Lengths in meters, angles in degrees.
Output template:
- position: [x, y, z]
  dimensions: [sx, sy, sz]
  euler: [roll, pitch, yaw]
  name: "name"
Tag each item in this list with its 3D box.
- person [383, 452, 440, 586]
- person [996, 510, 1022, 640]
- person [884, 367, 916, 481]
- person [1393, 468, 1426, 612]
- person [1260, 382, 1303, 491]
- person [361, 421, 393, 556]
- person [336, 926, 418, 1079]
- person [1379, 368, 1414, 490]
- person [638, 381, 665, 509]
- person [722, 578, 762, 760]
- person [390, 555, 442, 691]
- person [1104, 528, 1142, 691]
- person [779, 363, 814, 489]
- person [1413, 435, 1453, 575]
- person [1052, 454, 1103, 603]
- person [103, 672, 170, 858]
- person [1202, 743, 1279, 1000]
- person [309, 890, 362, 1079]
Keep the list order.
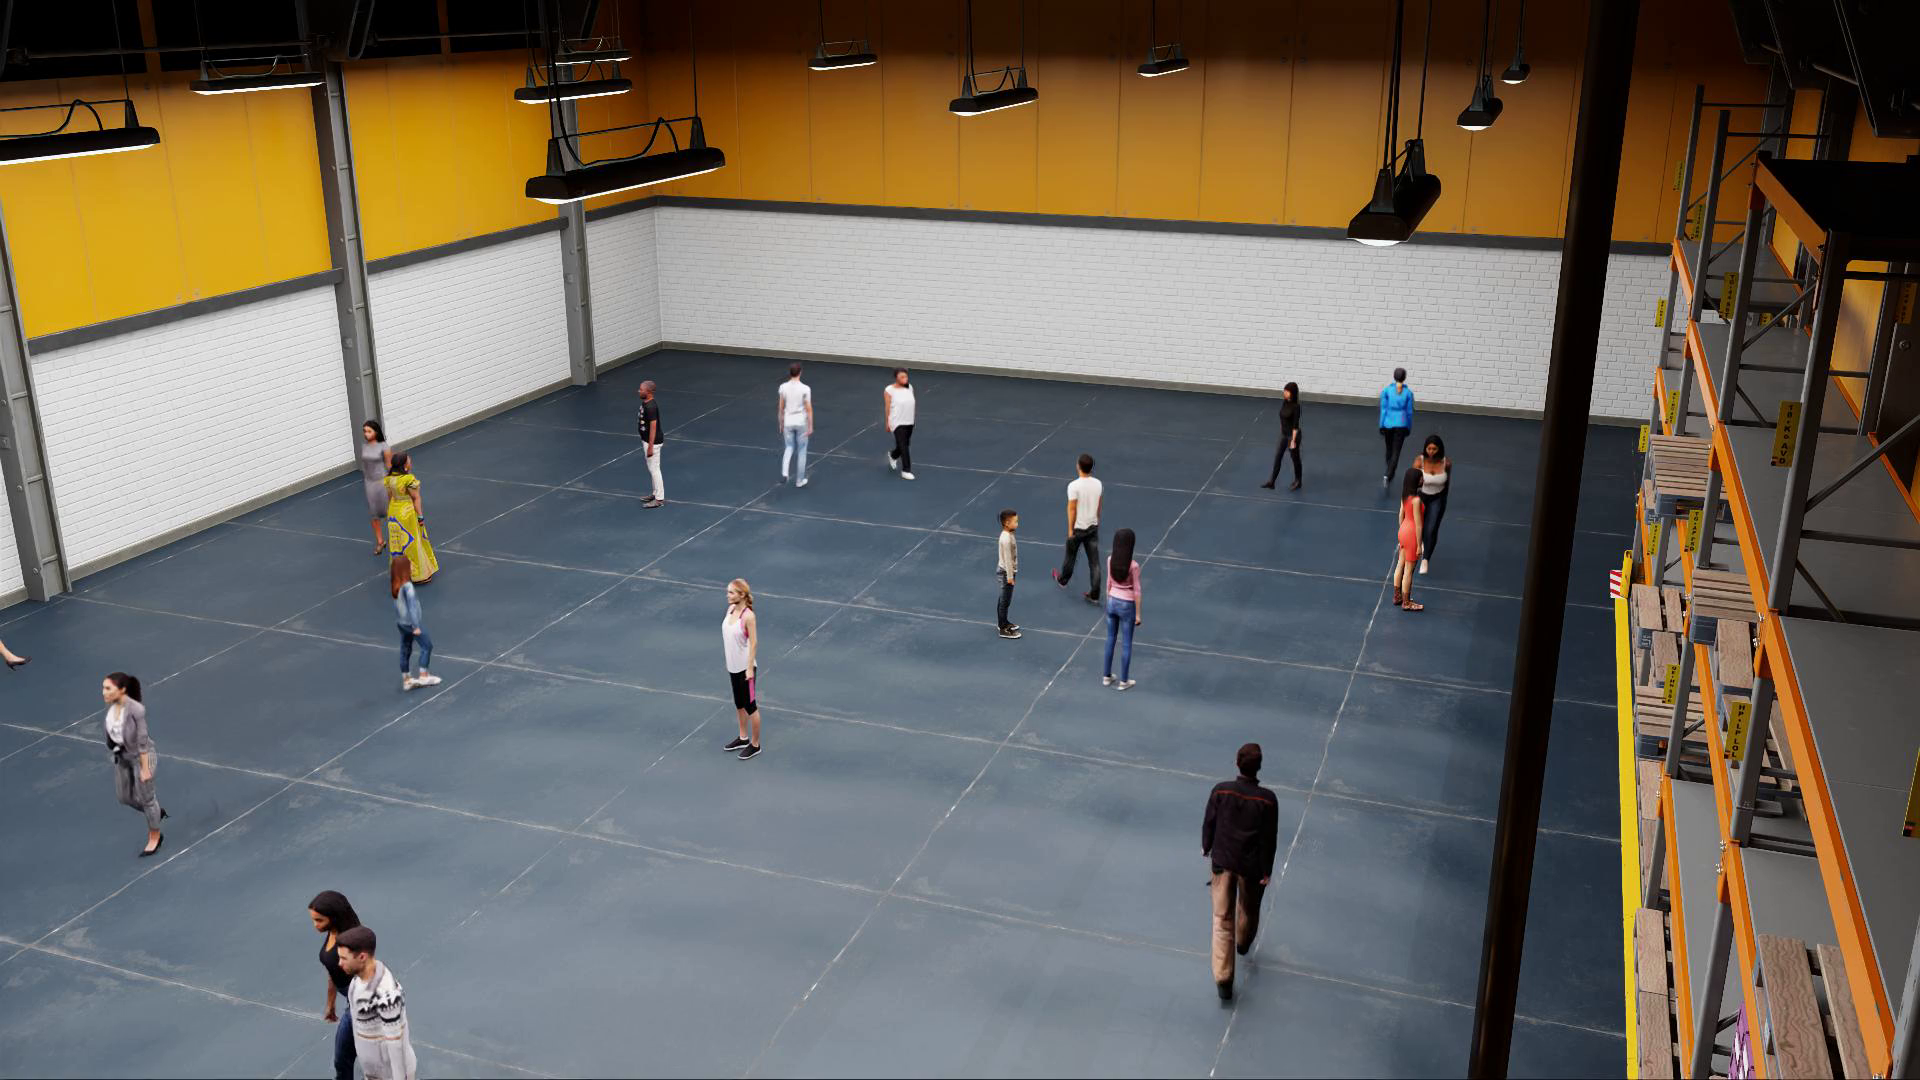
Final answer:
- position: [-6.823, -0.282, 20.484]
  dimensions: [0.879, 1.659, 0.802]
  euler: [9, 21, 25]
  name: "person"
- position: [0.525, 0.367, 18.861]
  dimensions: [0.677, 1.465, 0.549]
  euler: [0, 19, 1]
  name: "person"
- position: [-0.893, -1.773, 24.905]
  dimensions: [1.059, 1.664, 1.016]
  euler: [-15, 24, -37]
  name: "person"
- position: [5.303, -0.019, 19.607]
  dimensions: [0.729, 1.719, 0.631]
  euler: [-4, 19, -12]
  name: "person"
- position: [4.867, -1.509, 24.182]
  dimensions: [1.015, 1.623, 0.933]
  euler: [-10, 21, -27]
  name: "person"
- position: [-7.485, -0.703, 21.573]
  dimensions: [0.613, 1.762, 0.898]
  euler: [5, 19, 15]
  name: "person"
- position: [-3.381, 3.140, 10.046]
  dimensions: [0.918, 1.835, 0.872]
  euler: [-13, 23, -35]
  name: "person"
- position: [6.322, -1.597, 24.215]
  dimensions: [0.675, 1.769, 1.154]
  euler: [9, 20, 24]
  name: "person"
- position: [-4.349, -1.373, 23.493]
  dimensions: [0.824, 1.805, 0.730]
  euler: [-5, 19, -14]
  name: "person"
- position: [-2.069, 1.205, 15.865]
  dimensions: [0.693, 1.788, 0.683]
  euler: [-14, 23, -36]
  name: "person"
- position: [-5.804, 0.881, 17.328]
  dimensions: [0.729, 1.470, 0.694]
  euler: [-18, 25, -42]
  name: "person"
- position: [1.685, 0.707, 17.417]
  dimensions: [0.616, 1.742, 0.583]
  euler: [14, 23, 36]
  name: "person"
- position: [-2.421, -1.645, 24.246]
  dimensions: [0.676, 1.842, 0.759]
  euler: [5, 19, 14]
  name: "person"
- position: [5.924, -0.487, 20.953]
  dimensions: [0.661, 1.749, 1.205]
  euler: [6, 19, 16]
  name: "person"
- position: [1.523, -0.108, 19.801]
  dimensions: [1.142, 1.765, 1.179]
  euler: [-10, 21, -26]
  name: "person"
- position: [-6.912, 1.860, 14.109]
  dimensions: [0.648, 1.668, 0.685]
  euler: [9, 20, 24]
  name: "person"
- position: [2.001, 2.424, 12.101]
  dimensions: [0.810, 1.880, 1.246]
  euler: [4, 19, 13]
  name: "person"
- position: [-3.769, 2.983, 10.733]
  dimensions: [1.079, 1.694, 0.928]
  euler: [-14, 23, -36]
  name: "person"
